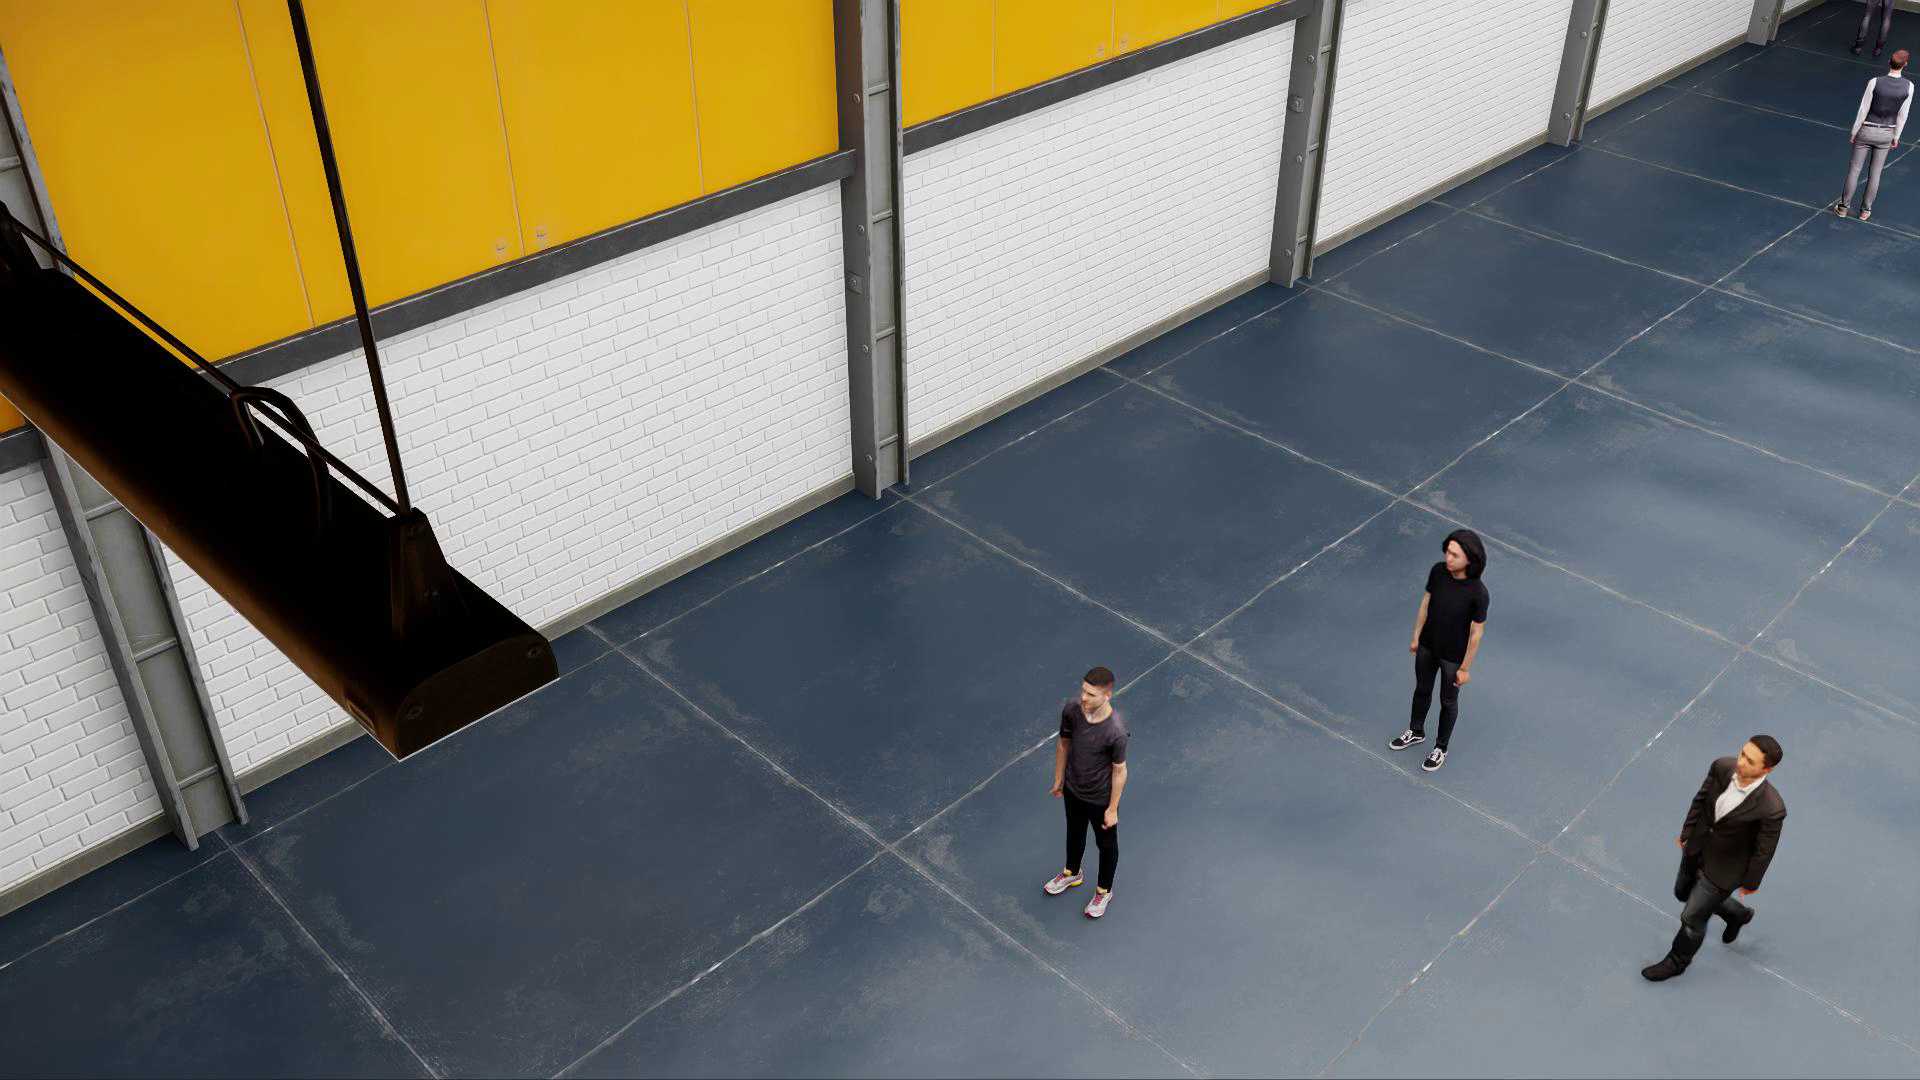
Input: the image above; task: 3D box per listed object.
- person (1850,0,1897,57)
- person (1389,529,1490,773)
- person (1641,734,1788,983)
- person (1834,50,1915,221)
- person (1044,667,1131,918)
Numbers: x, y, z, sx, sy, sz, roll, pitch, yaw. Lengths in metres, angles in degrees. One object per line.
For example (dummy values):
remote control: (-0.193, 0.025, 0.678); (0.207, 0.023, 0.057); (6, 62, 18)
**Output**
person: (13.350, -7.954, 24.032); (0.745, 1.831, 0.742); (11, 35, 16)
person: (3.222, 0.695, 11.016); (0.570, 1.836, 0.657); (-23, 40, -30)
person: (4.374, 1.779, 9.433); (1.096, 1.783, 0.950); (-10, 35, -14)
person: (10.415, -4.620, 18.919); (0.741, 1.938, 0.704); (12, 36, 18)
person: (0.789, 1.475, 9.907); (0.643, 1.765, 0.560); (25, 41, 33)
